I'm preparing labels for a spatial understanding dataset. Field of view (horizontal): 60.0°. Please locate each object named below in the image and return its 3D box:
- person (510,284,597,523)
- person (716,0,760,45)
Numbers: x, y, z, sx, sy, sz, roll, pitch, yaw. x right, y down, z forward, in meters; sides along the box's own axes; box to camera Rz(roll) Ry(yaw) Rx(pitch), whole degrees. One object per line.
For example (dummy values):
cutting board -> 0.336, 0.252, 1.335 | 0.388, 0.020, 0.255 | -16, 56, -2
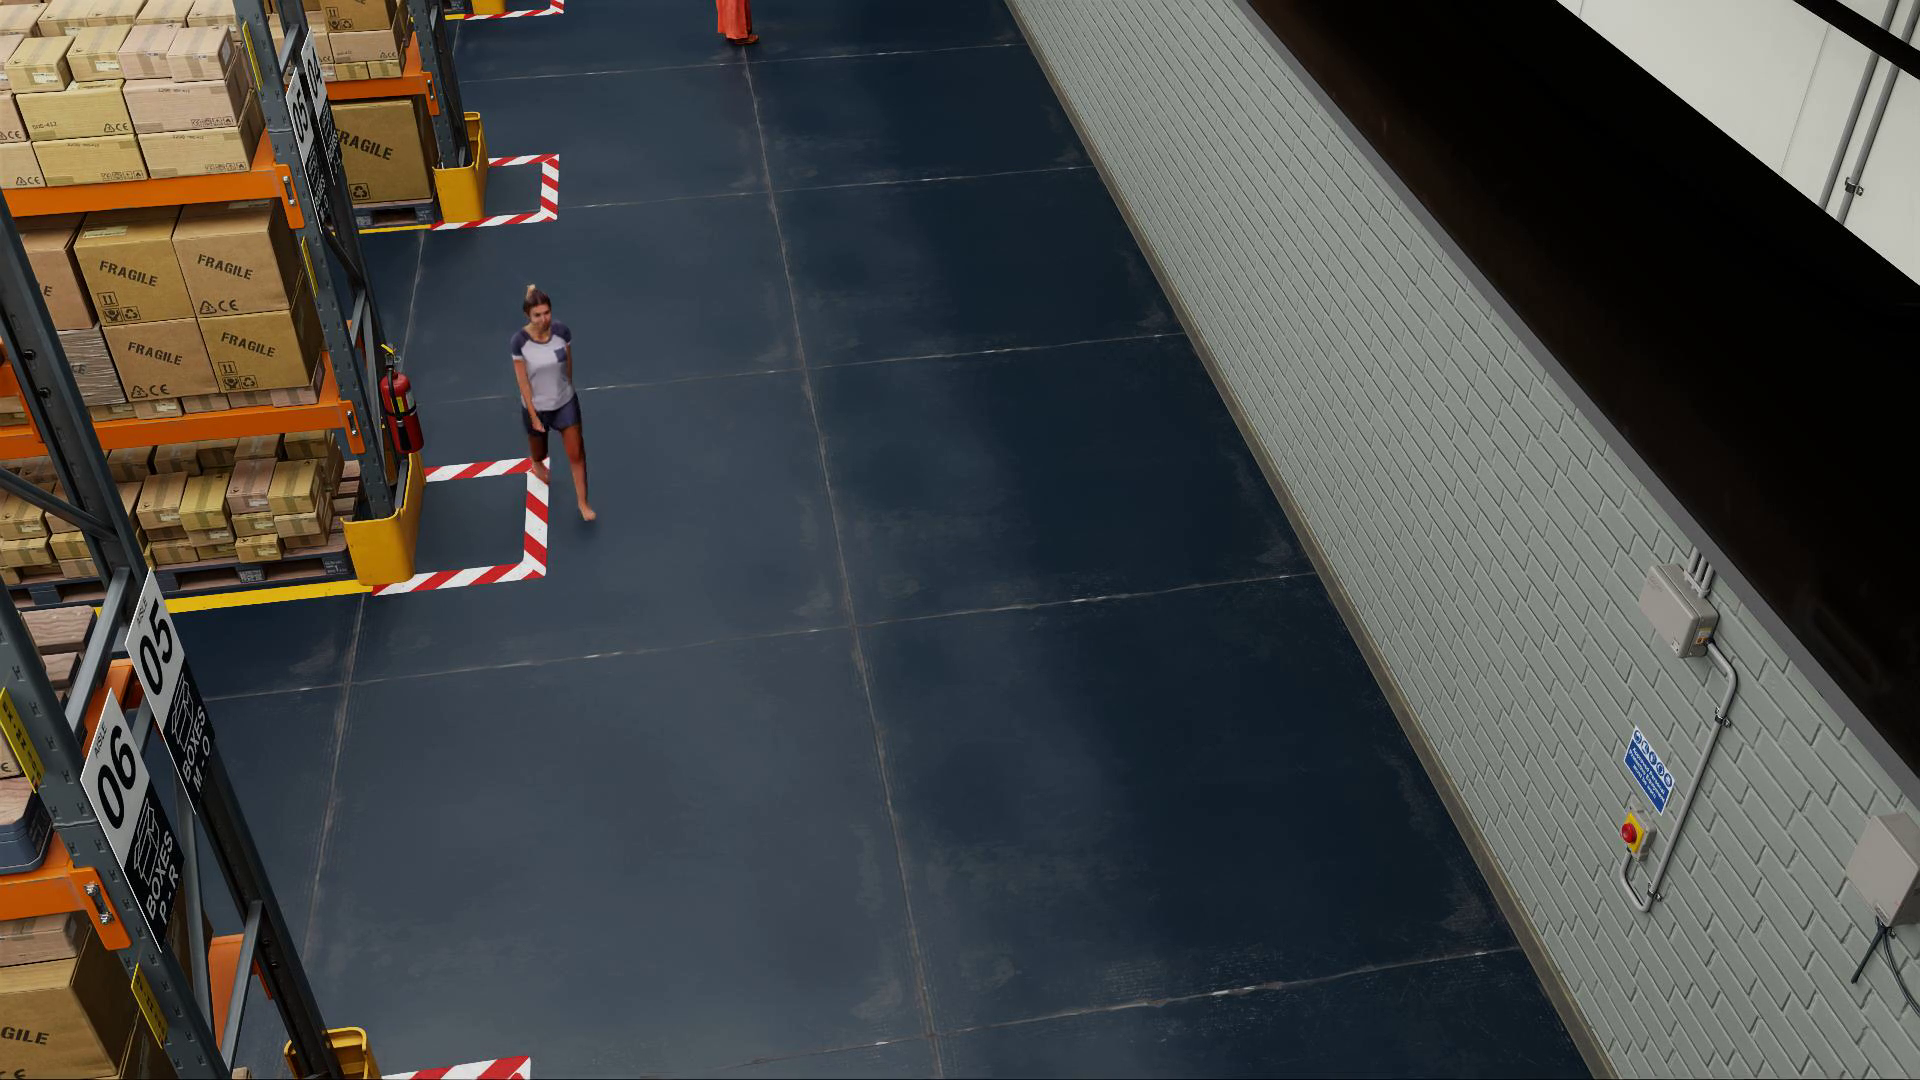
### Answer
person -> -2.688, -0.907, 10.739 | 0.976, 1.596, 0.817 | -18, 42, -22
person -> -2.356, -6.033, 17.123 | 0.714, 1.803, 0.715 | -22, 43, -26
